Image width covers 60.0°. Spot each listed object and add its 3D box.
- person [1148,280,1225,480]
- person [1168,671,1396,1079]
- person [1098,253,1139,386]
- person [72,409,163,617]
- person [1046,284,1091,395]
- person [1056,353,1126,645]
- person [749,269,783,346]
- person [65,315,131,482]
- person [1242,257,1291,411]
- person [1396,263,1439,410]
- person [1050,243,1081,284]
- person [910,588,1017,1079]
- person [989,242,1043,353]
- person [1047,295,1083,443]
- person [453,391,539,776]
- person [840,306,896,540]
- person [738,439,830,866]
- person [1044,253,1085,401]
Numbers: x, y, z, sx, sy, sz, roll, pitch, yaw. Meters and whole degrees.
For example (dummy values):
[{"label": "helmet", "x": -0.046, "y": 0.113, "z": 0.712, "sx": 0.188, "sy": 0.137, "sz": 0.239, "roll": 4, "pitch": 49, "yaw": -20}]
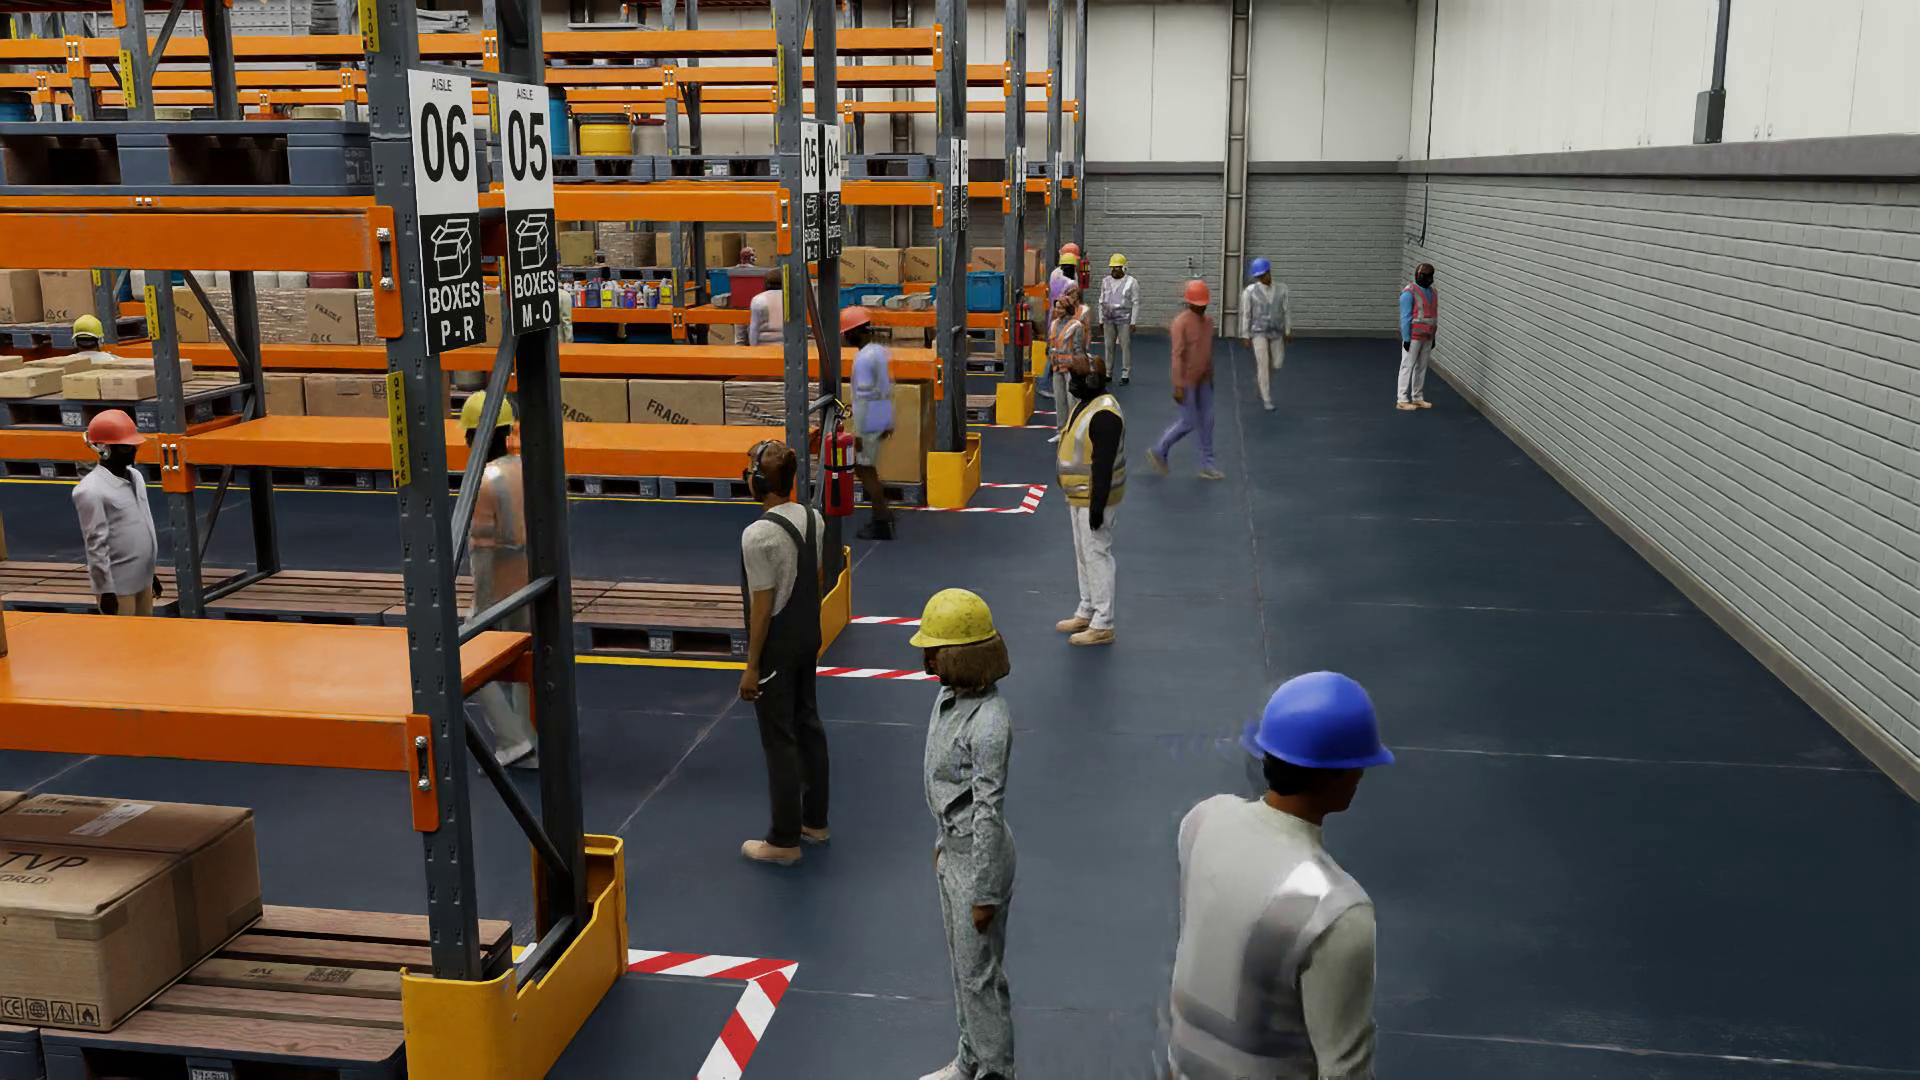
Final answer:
[{"label": "person", "x": 2.188, "y": -1.549, "z": 16.089, "sx": 0.731, "sy": 1.952, "sz": 0.680, "roll": 12, "pitch": 17, "yaw": 42}, {"label": "person", "x": 0.692, "y": 1.216, "z": 3.641, "sx": 0.456, "sy": 1.927, "sz": 0.631, "roll": -5, "pitch": 13, "yaw": -21}, {"label": "person", "x": 2.193, "y": -3.074, "z": 23.224, "sx": 0.600, "sy": 1.831, "sz": 0.404, "roll": 7, "pitch": 15, "yaw": 30}, {"label": "person", "x": -4.338, "y": 0.188, "z": 8.676, "sx": 0.329, "sy": 1.751, "sz": 0.568, "roll": 0, "pitch": 12, "yaw": -2}, {"label": "person", "x": 1.341, "y": -2.372, "z": 20.594, "sx": 0.542, "sy": 1.597, "sz": 0.836, "roll": 0, "pitch": 12, "yaw": -2}, {"label": "person", "x": 0.823, "y": -0.265, "z": 10.543, "sx": 0.430, "sy": 1.837, "sz": 0.634, "roll": -2, "pitch": 13, "yaw": -9}, {"label": "person", "x": -2.157, "y": -2.228, "z": 19.389, "sx": 0.628, "sy": 1.841, "sz": 0.430, "roll": -6, "pitch": 14, "yaw": -25}, {"label": "person", "x": -6.906, "y": -0.882, "z": 13.330, "sx": 0.601, "sy": 1.830, "sz": 0.403, "roll": -6, "pitch": 14, "yaw": -25}, {"label": "person", "x": 3.818, "y": -2.592, "z": 20.875, "sx": 0.620, "sy": 1.908, "sz": 0.565, "roll": -2, "pitch": 13, "yaw": -11}, {"label": "person", "x": 5.755, "y": -2.543, "z": 20.838, "sx": 0.624, "sy": 1.835, "sz": 0.431, "roll": -10, "pitch": 16, "yaw": -38}, {"label": "person", "x": 1.472, "y": -3.089, "z": 22.943, "sx": 0.393, "sy": 1.985, "sz": 0.611, "roll": 8, "pitch": 15, "yaw": 31}, {"label": "person", "x": 0.006, "y": 0.991, "z": 5.108, "sx": 0.319, "sy": 1.737, "sz": 0.486, "roll": -3, "pitch": 13, "yaw": -13}, {"label": "person", "x": 0.999, "y": -3.802, "z": 26.404, "sx": 1.013, "sy": 1.883, "sz": 0.568, "roll": 3, "pitch": 13, "yaw": 12}, {"label": "person", "x": 1.150, "y": -1.848, "z": 18.149, "sx": 0.319, "sy": 1.631, "sz": 0.518, "roll": -9, "pitch": 16, "yaw": -36}, {"label": "person", "x": -2.257, "y": 0.226, "z": 8.126, "sx": 0.438, "sy": 1.913, "sz": 0.610, "roll": 3, "pitch": 13, "yaw": 14}, {"label": "person", "x": -0.742, "y": -0.939, "z": 13.463, "sx": 0.508, "sy": 1.885, "sz": 0.600, "roll": 3, "pitch": 13, "yaw": 12}, {"label": "person", "x": -0.764, "y": 0.482, "z": 7.143, "sx": 0.327, "sy": 1.843, "sz": 0.516, "roll": 7, "pitch": 14, "yaw": 28}, {"label": "person", "x": 1.376, "y": -2.747, "z": 21.590, "sx": 0.443, "sy": 1.913, "sz": 0.722, "roll": -7, "pitch": 14, "yaw": -29}]
